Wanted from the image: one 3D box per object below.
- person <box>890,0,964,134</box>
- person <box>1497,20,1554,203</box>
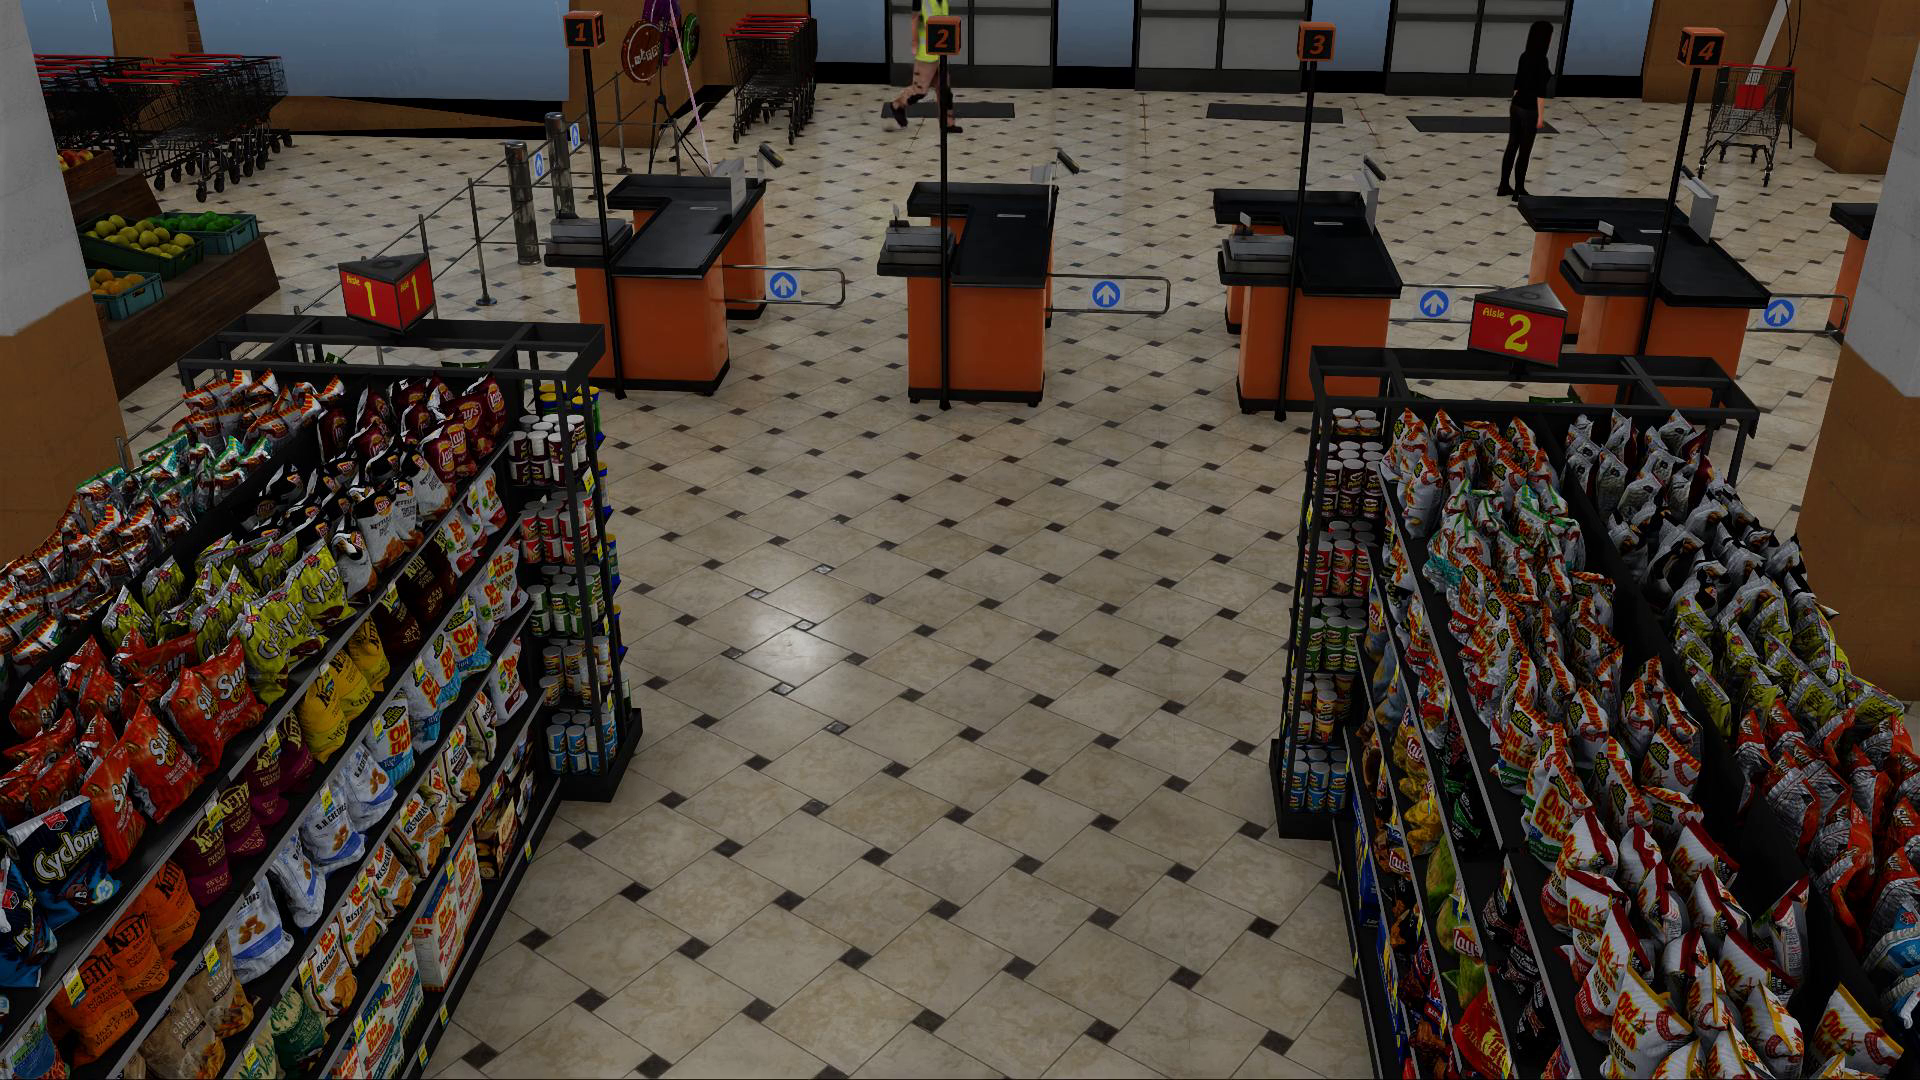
[{"bbox_3d":[-0.376,-5.267,17.854,1.144,1.814,1.157,18,32,32],"label":"person"},{"bbox_3d":[5.307,-4.023,15.593,0.700,1.641,0.571,-9,28,-16],"label":"person"}]
